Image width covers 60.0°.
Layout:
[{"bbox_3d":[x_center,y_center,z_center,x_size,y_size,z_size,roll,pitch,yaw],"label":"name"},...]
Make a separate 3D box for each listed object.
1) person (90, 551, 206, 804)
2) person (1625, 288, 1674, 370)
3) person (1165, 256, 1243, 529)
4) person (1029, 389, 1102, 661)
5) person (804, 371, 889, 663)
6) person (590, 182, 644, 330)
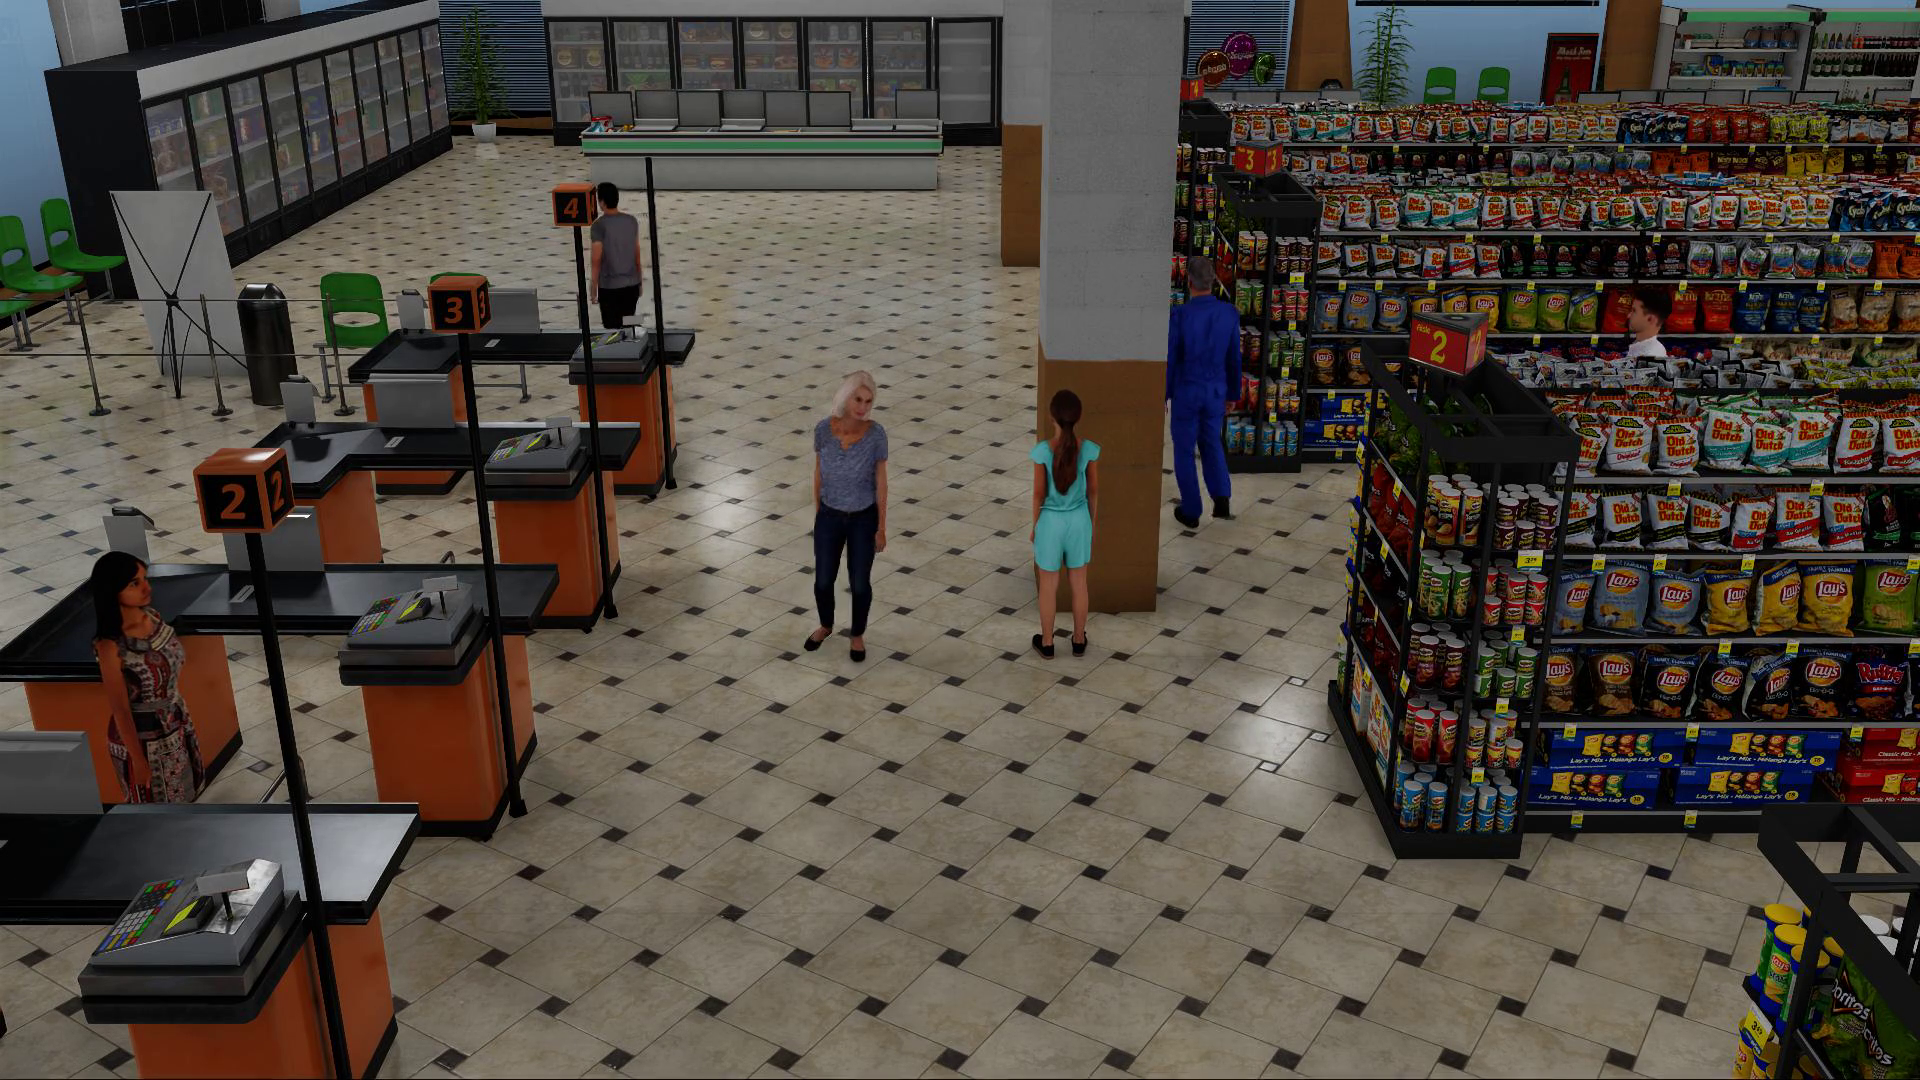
[{"bbox_3d":[-3.307,0.827,6.812,0.505,1.618,0.640,0,22,0],"label":"person"},{"bbox_3d":[4.136,-0.560,9.950,1.304,1.851,0.970,9,23,20],"label":"person"},{"bbox_3d":[1.589,-0.916,10.888,0.776,1.812,0.881,-5,23,-13],"label":"person"},{"bbox_3d":[0.571,-0.090,9.173,0.517,1.558,0.631,-3,22,-7],"label":"person"},{"bbox_3d":[-0.615,-0.127,9.100,0.633,1.682,0.790,11,24,25],"label":"person"},{"bbox_3d":[-2.820,-2.110,13.957,0.903,1.740,0.840,19,29,39],"label":"person"}]
